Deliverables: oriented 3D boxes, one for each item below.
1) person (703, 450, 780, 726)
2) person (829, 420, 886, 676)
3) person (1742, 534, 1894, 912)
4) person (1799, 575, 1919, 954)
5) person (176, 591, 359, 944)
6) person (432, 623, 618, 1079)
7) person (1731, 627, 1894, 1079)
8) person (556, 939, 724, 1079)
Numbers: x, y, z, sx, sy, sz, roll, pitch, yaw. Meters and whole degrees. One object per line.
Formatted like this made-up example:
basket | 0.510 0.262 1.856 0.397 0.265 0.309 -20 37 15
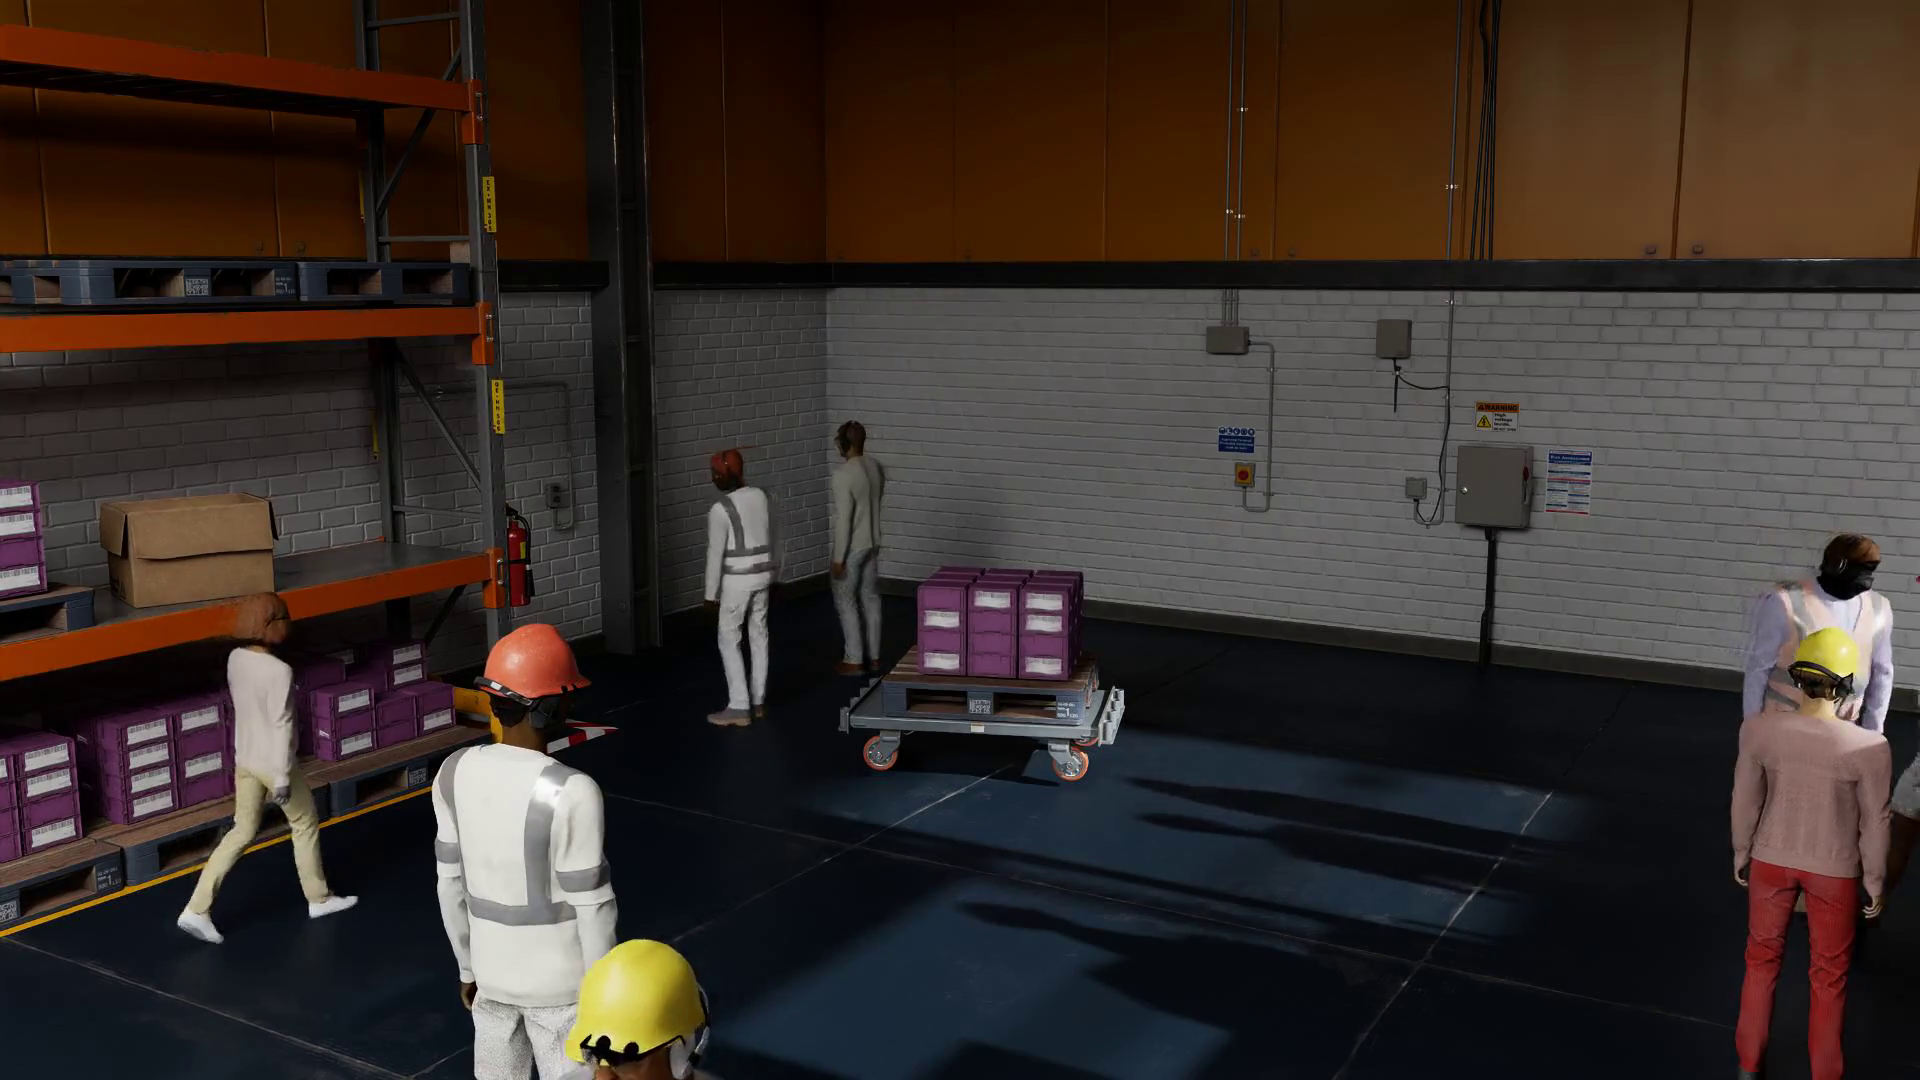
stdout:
person | -1.456 0.319 11.215 0.363 1.858 0.688 8 12 40
person | -0.785 0.063 12.568 0.366 1.938 0.640 5 10 30
person | 4.120 0.865 7.968 0.663 1.805 0.680 -1 9 -9
person | 4.246 0.936 7.227 0.973 1.885 0.562 -1 9 -3
person | -3.206 1.025 7.589 0.507 1.600 0.815 7 11 36
person | -1.215 1.247 4.827 0.615 2.042 0.374 5 10 29
person | 3.090 1.188 6.063 0.533 1.768 0.310 8 12 41
person | -0.558 1.617 3.298 0.602 1.799 0.902 4 10 21
